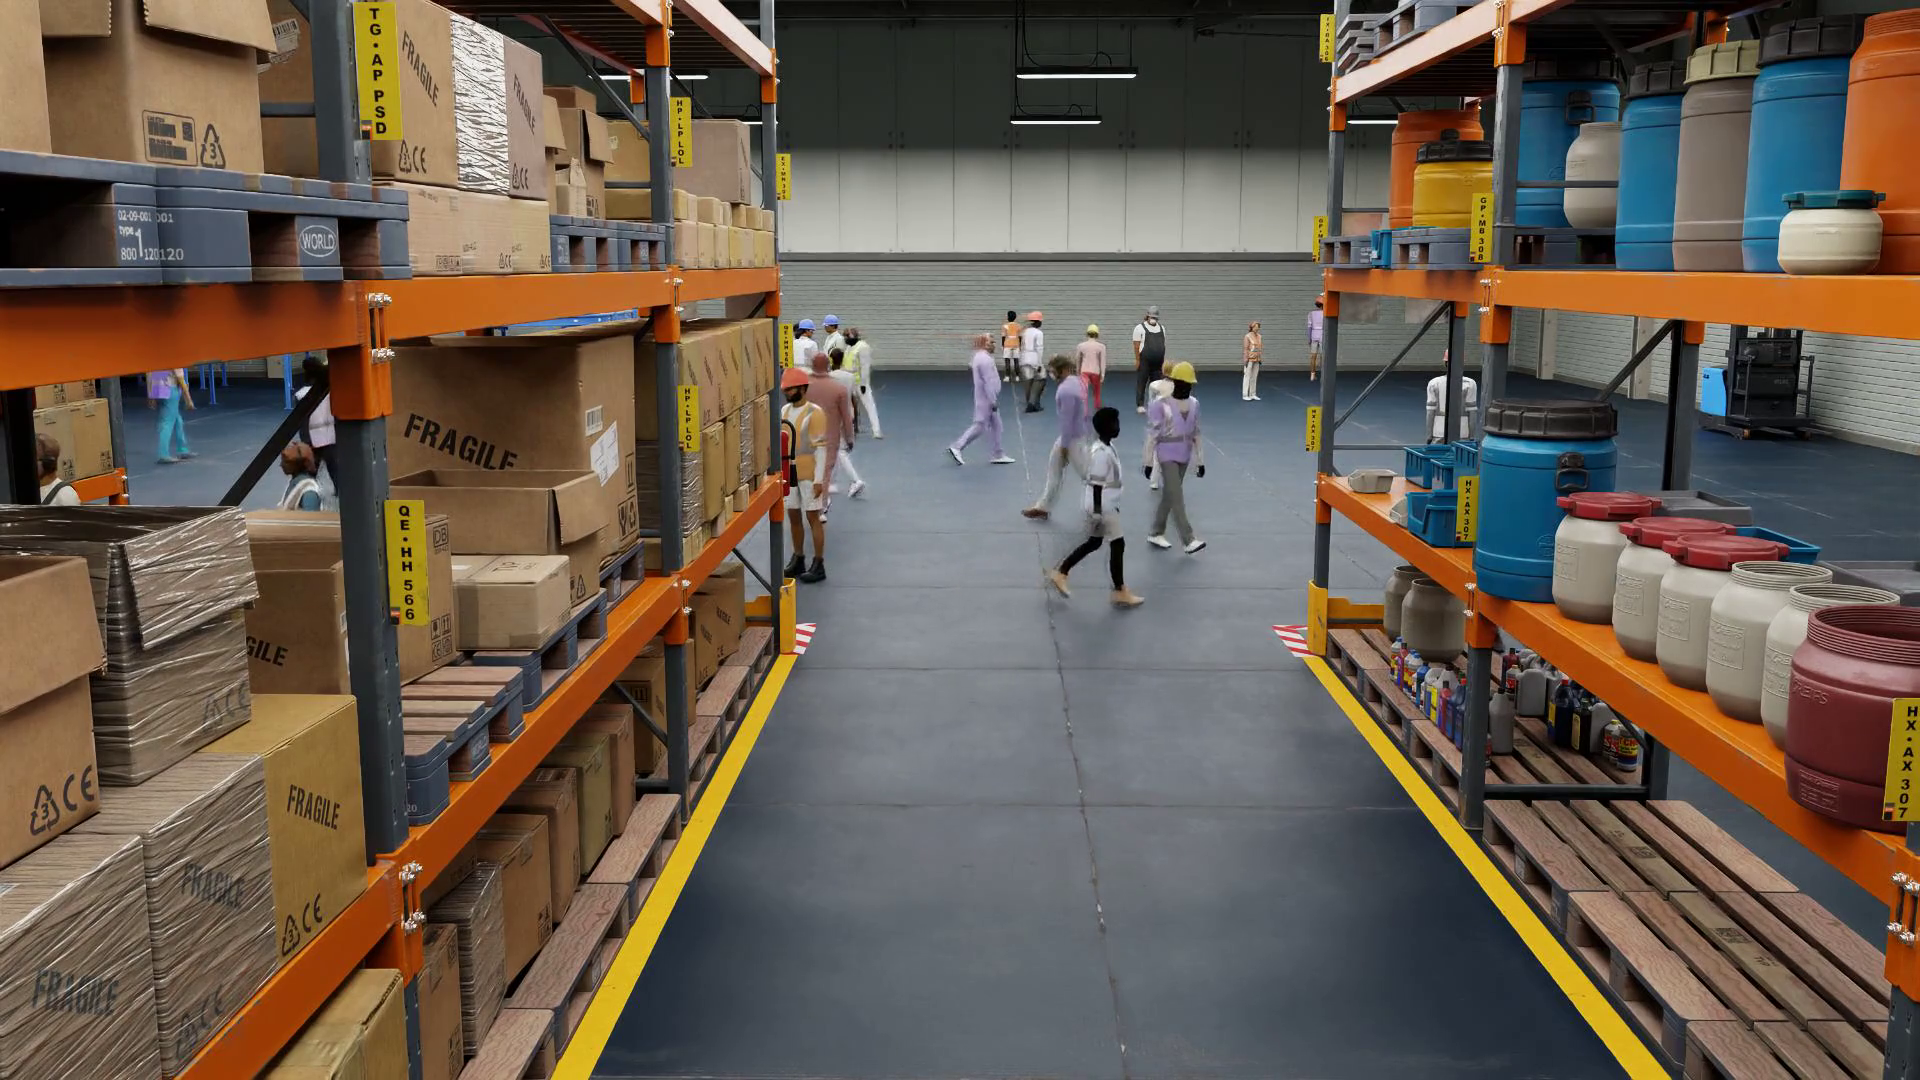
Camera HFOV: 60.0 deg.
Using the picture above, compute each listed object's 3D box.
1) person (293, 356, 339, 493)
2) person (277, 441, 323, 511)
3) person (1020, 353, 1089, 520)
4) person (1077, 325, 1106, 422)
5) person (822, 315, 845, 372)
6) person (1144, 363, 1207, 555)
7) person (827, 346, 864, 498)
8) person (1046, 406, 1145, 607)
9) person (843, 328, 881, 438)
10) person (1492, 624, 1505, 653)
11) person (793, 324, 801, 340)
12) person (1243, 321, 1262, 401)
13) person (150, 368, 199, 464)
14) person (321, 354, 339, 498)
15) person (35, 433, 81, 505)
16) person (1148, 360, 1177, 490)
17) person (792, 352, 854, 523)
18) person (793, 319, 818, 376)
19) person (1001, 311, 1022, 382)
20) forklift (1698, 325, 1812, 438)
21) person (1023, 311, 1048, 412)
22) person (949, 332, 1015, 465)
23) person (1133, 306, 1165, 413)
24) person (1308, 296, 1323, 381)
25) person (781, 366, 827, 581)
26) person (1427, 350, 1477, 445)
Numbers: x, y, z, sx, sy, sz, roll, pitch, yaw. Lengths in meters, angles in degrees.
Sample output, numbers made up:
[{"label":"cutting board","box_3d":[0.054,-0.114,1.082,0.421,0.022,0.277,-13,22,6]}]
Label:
[{"label":"person","box_3d":[-6.743,-1.015,17.608,0.977,1.882,0.586,7,12,35]},{"label":"person","box_3d":[-4.545,0.104,11.657,0.662,1.617,0.524,-6,11,-31]},{"label":"person","box_3d":[1.227,-1.135,18.360,0.934,1.892,0.671,0,9,2]},{"label":"person","box_3d":[2.363,-2.998,29.961,0.537,1.722,0.906,2,10,9]},{"label":"person","box_3d":[-2.203,-2.943,28.950,0.406,1.945,0.613,-4,10,-24]},{"label":"person","box_3d":[2.173,-0.806,16.386,0.596,1.863,0.985,-6,11,-34]},{"label":"person","box_3d":[-1.467,-1.453,20.401,0.525,1.835,0.922,-8,12,-39]},{"label":"person","box_3d":[1.125,-0.292,13.906,0.792,1.671,0.527,1,10,6]},{"label":"person","box_3d":[-1.651,-2.553,27.100,0.671,1.798,0.653,-5,11,-30]},{"label":"person","box_3d":[4.052,0.012,11.941,0.530,1.727,0.895,-1,10,-5]},{"label":"person","box_3d":[-3.140,-3.385,32.490,0.544,1.635,0.907,-1,10,-5]},{"label":"person","box_3d":[6.064,-3.706,34.454,0.518,1.636,0.312,-8,12,-40]},{"label":"person","box_3d":[-11.193,-2.017,23.790,0.581,1.809,0.840,5,11,29]},{"label":"person","box_3d":[-7.426,-1.369,19.915,0.619,1.811,0.427,4,10,22]},{"label":"person","box_3d":[-5.452,0.275,9.986,0.508,1.845,0.345,6,11,31]},{"label":"person","box_3d":[2.615,-1.442,20.916,0.509,1.628,0.321,1,10,6]},{"label":"person","box_3d":[-1.501,-1.148,18.473,0.665,1.850,0.998,2,10,10]},{"label":"person","box_3d":[-2.492,-2.590,26.858,0.602,1.940,0.402,7,12,37]},{"label":"person","box_3d":[1.229,-4.624,39.760,0.541,1.699,0.315,-3,10,-20]},{"label":"forklift","box_3d":[13.248,-3.165,27.620,1.129,2.768,1.873,0,9,1]},{"label":"person","box_3d":[1.432,-3.411,31.810,0.487,1.922,0.540,-8,12,-39]},{"label":"person","box_3d":[0.305,-1.999,23.523,0.879,1.872,0.638,0,9,-1]},{"label":"person","box_3d":[3.660,-3.428,31.705,0.674,2.000,0.535,-4,10,-24]},{"label":"person","box_3d":[8.691,-4.861,40.159,0.605,2.044,0.374,7,12,37]},{"label":"person","box_3d":[-1.443,-0.599,14.950,0.551,1.934,0.375,8,13,41]},{"label":"person","box_3d":[5.449,-1.185,18.449,0.542,1.938,0.358,4,10,25]}]
